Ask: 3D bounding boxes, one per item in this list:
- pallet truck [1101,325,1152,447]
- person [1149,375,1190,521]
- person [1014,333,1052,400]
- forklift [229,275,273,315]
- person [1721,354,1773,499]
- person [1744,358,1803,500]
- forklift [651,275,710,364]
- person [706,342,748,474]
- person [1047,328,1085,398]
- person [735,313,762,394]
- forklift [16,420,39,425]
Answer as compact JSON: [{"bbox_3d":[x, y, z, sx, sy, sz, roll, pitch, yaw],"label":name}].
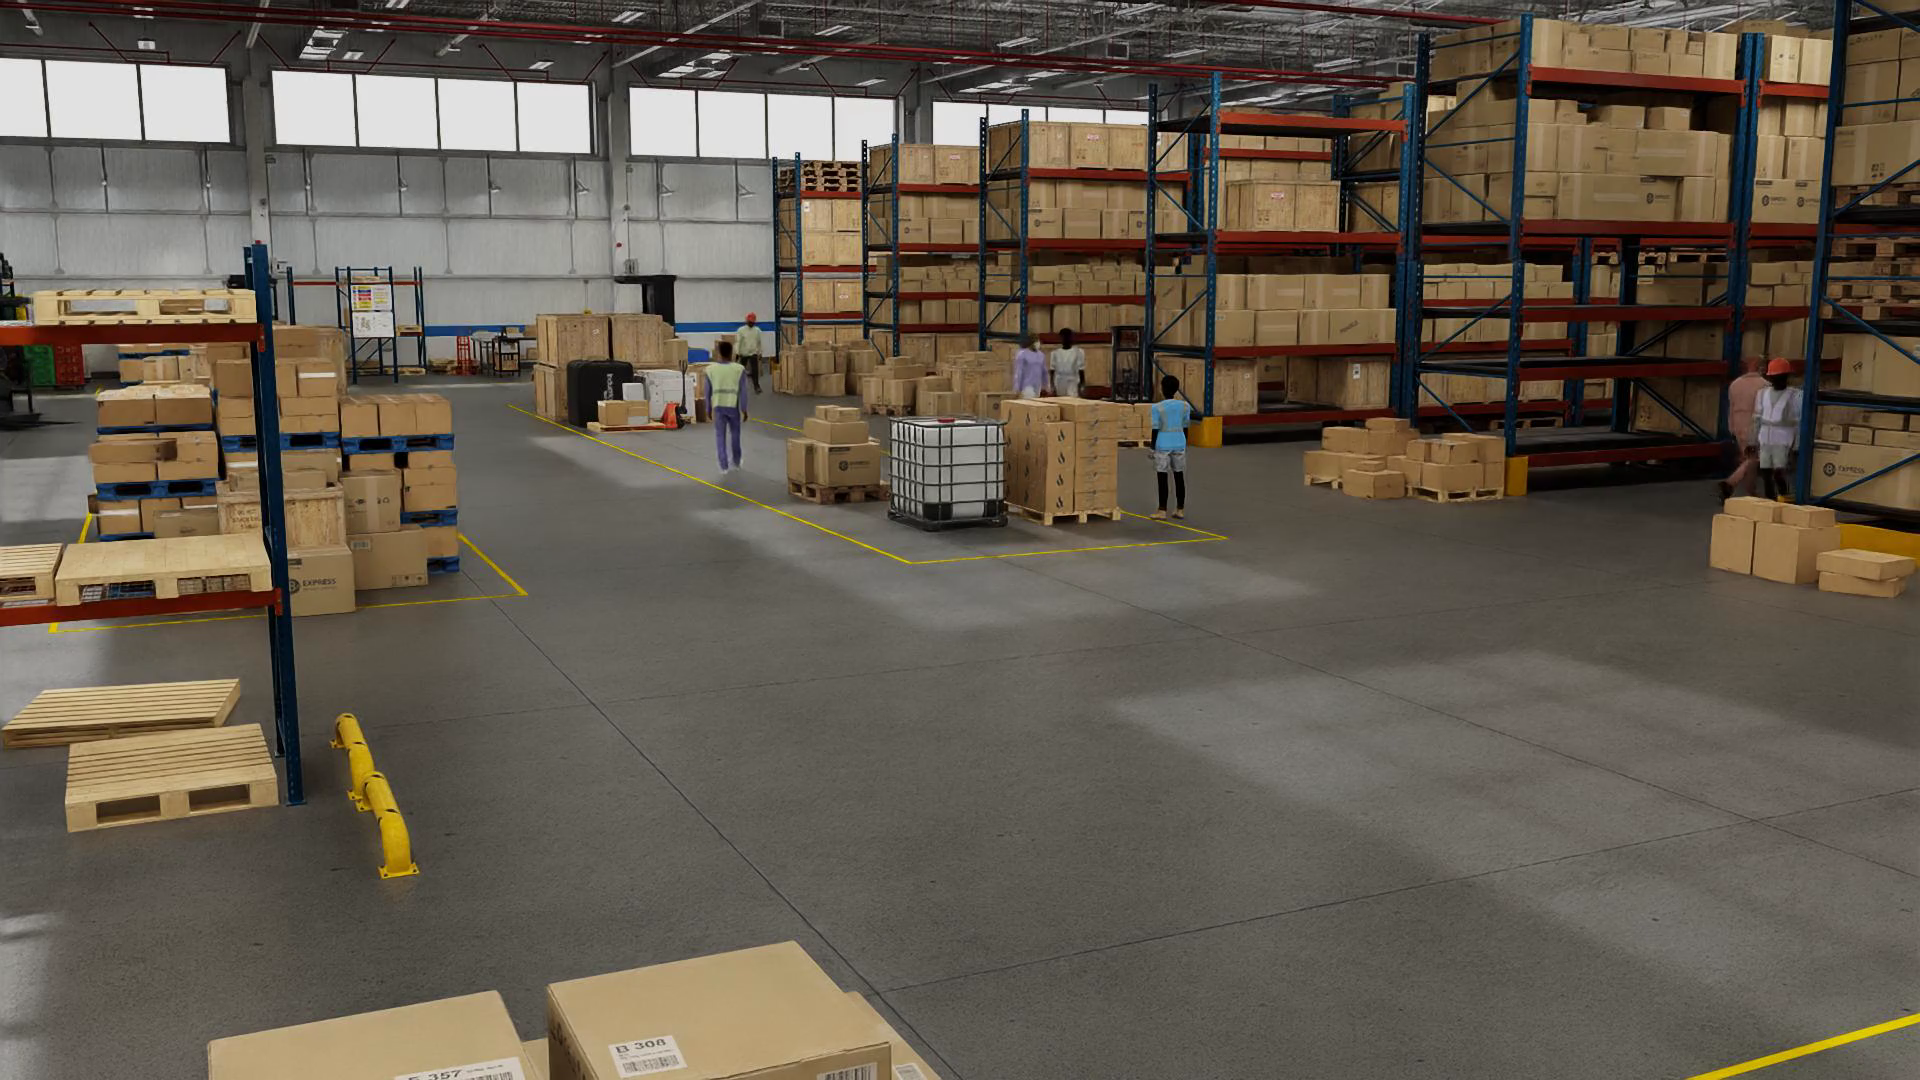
[{"bbox_3d":[2.881,-2.596,27.923,0.823,1.965,1.885,-1,9,-7],"label":"pallet truck"},{"bbox_3d":[2.434,-1.067,19.369,0.532,1.696,0.319,-4,10,-26],"label":"person"},{"bbox_3d":[1.259,-2.466,27.449,1.000,1.885,0.658,9,13,44],"label":"person"},{"bbox_3d":[-17.121,-5.037,40.335,1.129,2.768,1.873,-4,10,-25],"label":"forklift"},{"bbox_3d":[9.817,-1.374,20.710,0.777,1.883,0.650,-3,10,-19],"label":"person"},{"bbox_3d":[9.319,-1.124,19.032,0.399,1.917,0.550,-6,11,-31],"label":"person"},{"bbox_3d":[-6.839,-4.753,38.575,1.873,2.768,1.129,-4,10,-25],"label":"forklift"},{"bbox_3d":[-3.373,-1.924,24.135,0.618,1.868,0.966,0,9,0],"label":"person"},{"bbox_3d":[1.782,-2.644,28.461,0.635,1.917,0.868,4,10,23],"label":"person"},{"bbox_3d":[-5.025,-4.427,39.535,0.686,1.922,1.068,-4,10,-25],"label":"person"},{"bbox_3d":[-18.307,-3.479,30.670,1.873,2.768,1.129,3,10,17],"label":"forklift"}]
